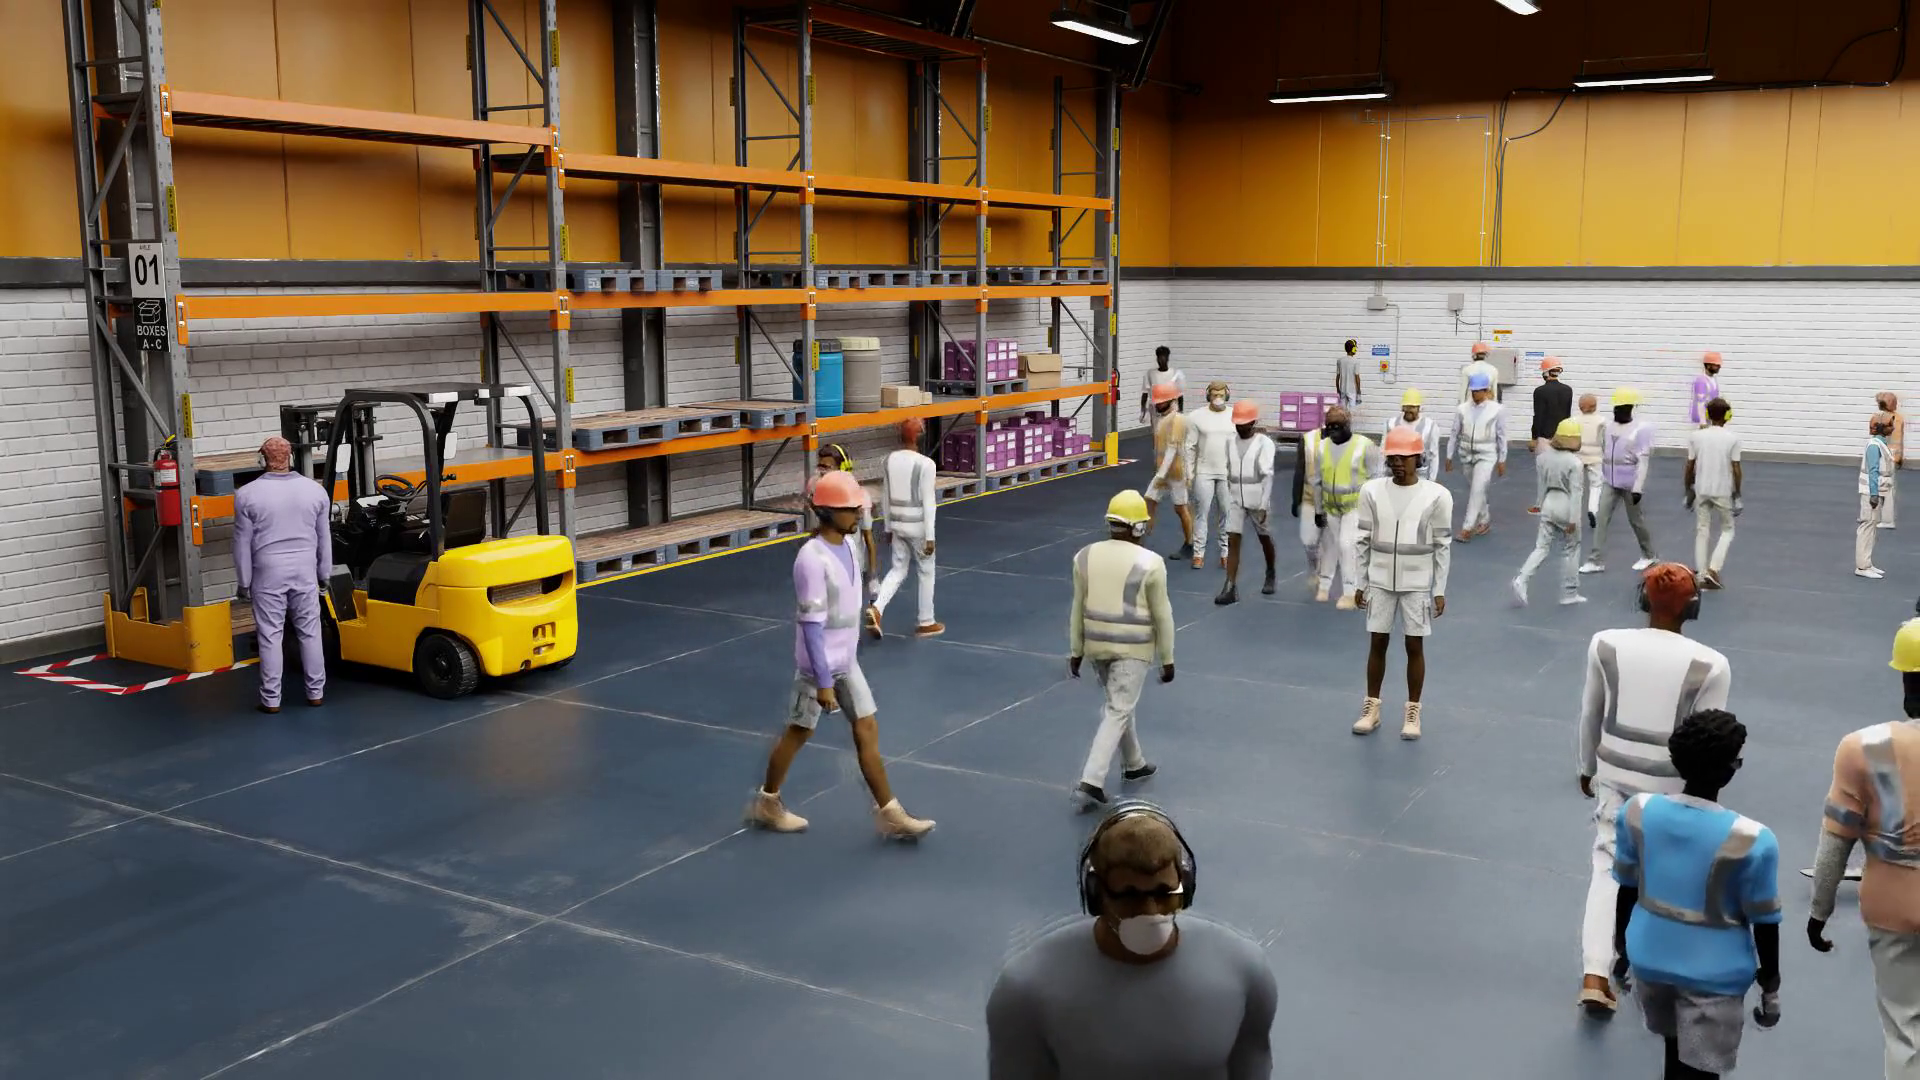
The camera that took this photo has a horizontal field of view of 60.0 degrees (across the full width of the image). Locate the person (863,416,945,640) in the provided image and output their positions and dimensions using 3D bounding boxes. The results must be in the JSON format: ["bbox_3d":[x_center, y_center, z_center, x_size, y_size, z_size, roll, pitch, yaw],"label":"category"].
[{"bbox_3d":[-0.448,-0.085,13.584,0.587,1.859,0.816,7,12,39],"label":"person"}]

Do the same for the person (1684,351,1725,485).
[{"bbox_3d":[10.615,-1.707,23.496,0.566,1.913,0.698,-8,12,-40],"label":"person"}]

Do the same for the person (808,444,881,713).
[{"bbox_3d":[-0.881,0.266,11.432,0.574,1.837,0.693,7,11,36],"label":"person"}]

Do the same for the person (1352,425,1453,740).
[{"bbox_3d":[2.844,0.275,10.750,0.609,2.044,0.394,5,10,28],"label":"person"}]

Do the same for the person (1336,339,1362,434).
[{"bbox_3d":[6.761,-2.544,28.899,0.328,1.869,0.520,-8,12,-40],"label":"person"}]

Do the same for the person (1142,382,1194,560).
[{"bbox_3d":[2.070,-0.697,17.350,0.951,1.879,0.538,-3,10,-21],"label":"person"}]

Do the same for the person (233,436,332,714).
[{"bbox_3d":[-4.660,0.237,11.449,0.647,1.900,0.403,-8,12,-40],"label":"person"}]

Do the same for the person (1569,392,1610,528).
[{"bbox_3d":[7.328,-0.911,19.448,0.531,1.621,0.539,4,10,22],"label":"person"}]

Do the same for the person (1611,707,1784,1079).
[{"bbox_3d":[2.298,1.346,5.258,0.827,1.664,0.539,-6,11,-34],"label":"person"}]

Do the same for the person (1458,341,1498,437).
[{"bbox_3d":[7.893,-2.032,25.340,0.637,1.977,0.536,-1,9,-8],"label":"person"}]

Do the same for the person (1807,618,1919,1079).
[{"bbox_3d":[3.134,1.185,5.506,0.606,1.892,0.870,2,9,9],"label":"person"}]

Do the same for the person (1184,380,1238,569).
[{"bbox_3d":[2.600,-0.662,16.929,0.636,1.937,0.358,1,9,5],"label":"person"}]

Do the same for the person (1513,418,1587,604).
[{"bbox_3d":[5.374,-0.247,15.030,0.755,1.715,0.484,-6,11,-32],"label":"person"}]

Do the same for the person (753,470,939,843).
[{"bbox_3d":[-0.662,0.623,8.751,1.074,1.989,0.632,4,10,21],"label":"person"}]

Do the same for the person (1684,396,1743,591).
[{"bbox_3d":[7.133,-0.430,15.718,0.548,1.859,0.385,8,12,42],"label":"person"}]

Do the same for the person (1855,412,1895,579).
[{"bbox_3d":[9.090,-0.449,16.522,0.309,1.641,0.514,6,11,34],"label":"person"}]

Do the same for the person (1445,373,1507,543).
[{"bbox_3d":[5.852,-0.945,18.850,0.632,1.895,1.021,9,12,43],"label":"person"}]

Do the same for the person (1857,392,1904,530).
[{"bbox_3d":[10.848,-0.950,19.690,0.550,1.612,0.659,-5,11,-30],"label":"person"}]

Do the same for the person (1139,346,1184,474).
[{"bbox_3d":[2.972,-1.903,24.710,0.613,1.923,0.953,4,10,25],"label":"person"}]

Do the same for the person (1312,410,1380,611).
[{"bbox_3d":[3.440,-0.271,14.955,0.666,1.801,0.641,-9,13,-43],"label":"person"}]

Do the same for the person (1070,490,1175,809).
[{"bbox_3d":[0.902,0.608,9.484,0.606,1.791,0.921,7,12,39],"label":"person"}]

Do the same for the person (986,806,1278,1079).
[{"bbox_3d":[0.367,1.491,3.536,0.640,1.918,0.505,-1,9,-4],"label":"person"}]

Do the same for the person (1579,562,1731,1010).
[{"bbox_3d":[2.818,1.002,6.853,0.589,1.850,0.955,6,11,34],"label":"person"}]

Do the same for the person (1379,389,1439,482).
[{"bbox_3d":[4.673,-0.678,17.459,0.606,1.805,0.737,5,10,28],"label":"person"}]

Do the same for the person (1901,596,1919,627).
[{"bbox_3d":[8.268,-0.130,13.814,0.977,1.858,0.624,-7,12,-38],"label":"person"}]

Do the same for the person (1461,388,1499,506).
[{"bbox_3d":[6.592,-1.169,21.081,0.466,1.623,0.519,-8,12,-40],"label":"person"}]

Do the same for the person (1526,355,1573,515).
[{"bbox_3d":[7.332,-1.299,20.724,0.623,1.992,0.397,-5,10,-27],"label":"person"}]

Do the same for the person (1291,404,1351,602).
[{"bbox_3d":[3.386,-0.345,15.313,0.653,1.823,0.496,3,9,16],"label":"person"}]

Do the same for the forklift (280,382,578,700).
[{"bbox_3d":[-3.974,-0.067,12.417,2.313,2.155,1.214,5,11,30],"label":"forklift"}]

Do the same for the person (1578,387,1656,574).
[{"bbox_3d":[6.702,-0.603,16.750,0.971,1.885,0.602,-4,10,-26],"label":"person"}]

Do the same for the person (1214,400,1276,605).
[{"bbox_3d":[2.692,-0.368,15.342,0.562,1.879,1.029,7,11,36],"label":"person"}]
